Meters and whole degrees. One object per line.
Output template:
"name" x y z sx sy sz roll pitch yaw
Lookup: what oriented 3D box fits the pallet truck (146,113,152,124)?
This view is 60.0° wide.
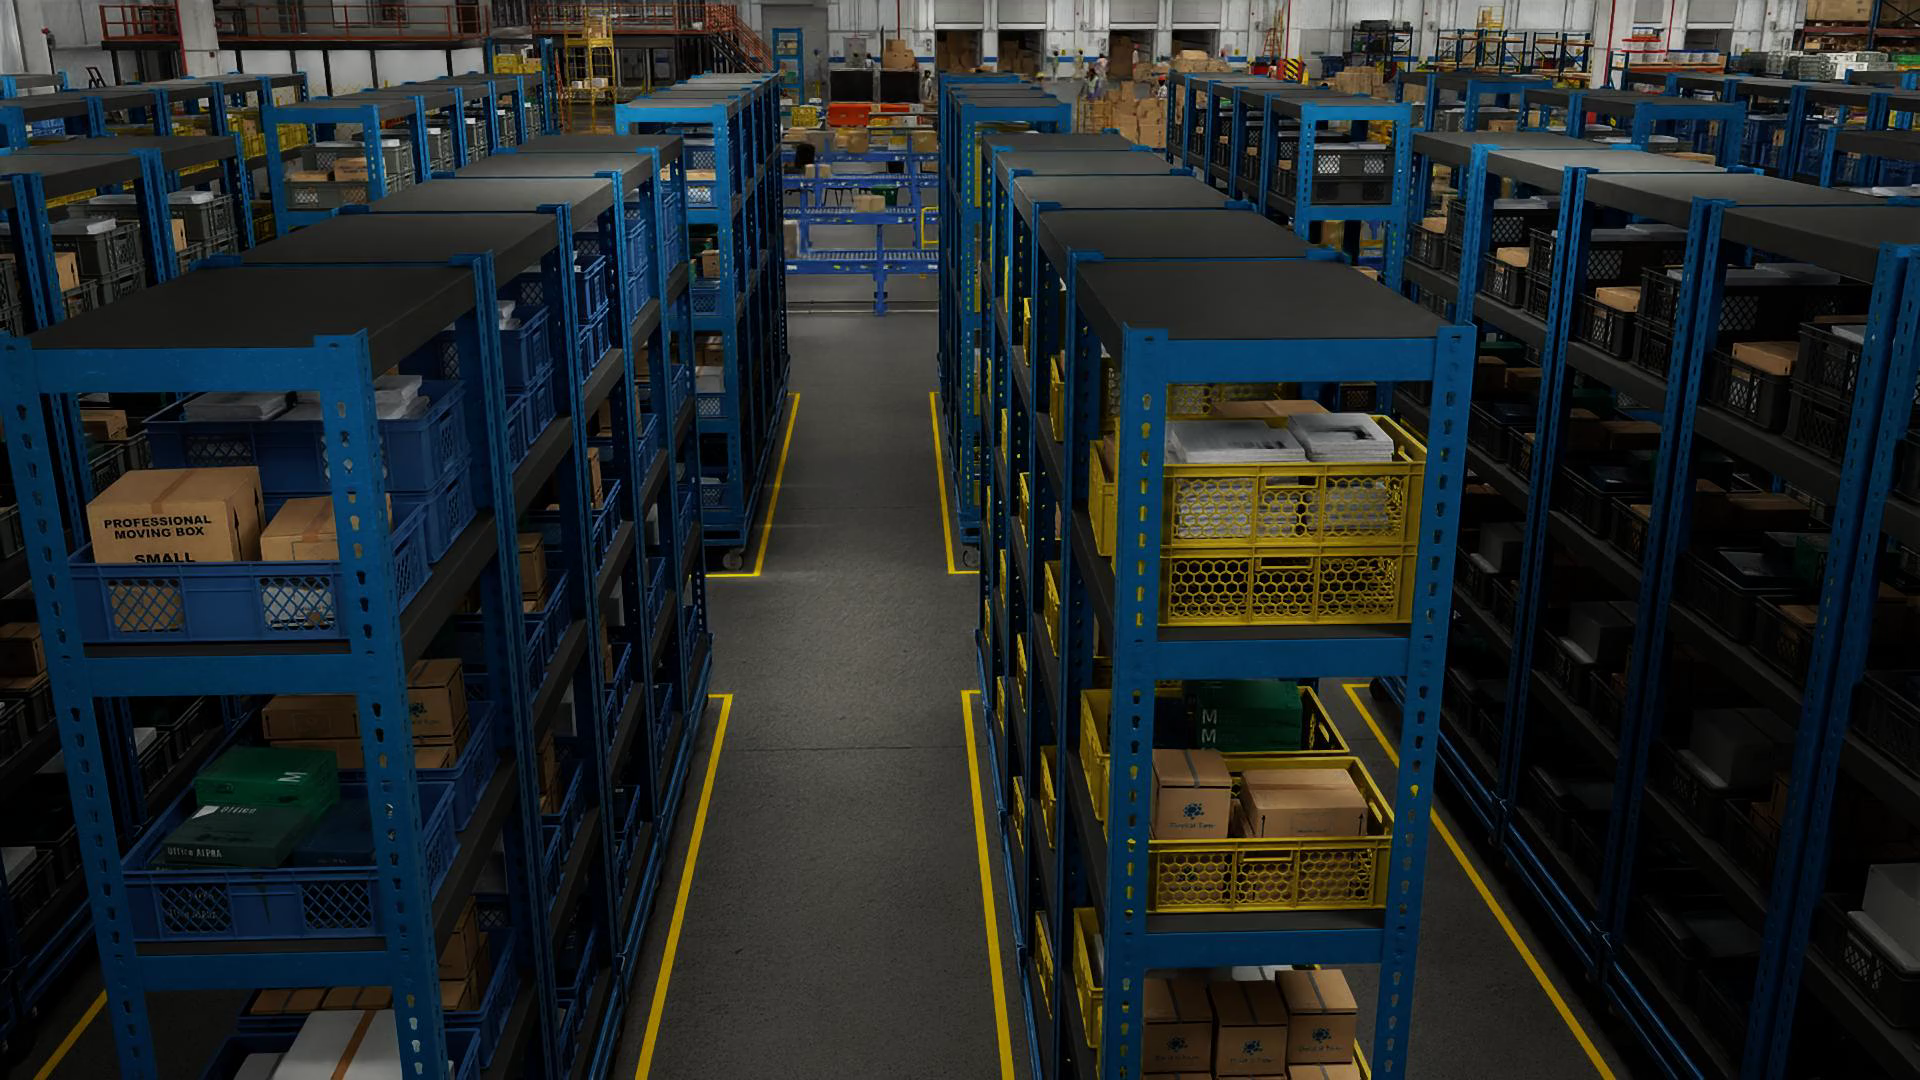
"pallet truck" -18.087 -8.309 36.390 1.885 1.965 0.823 -1 18 -4

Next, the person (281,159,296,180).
"person" -15.133 -8.466 36.874 0.608 2.008 0.969 -17 24 -42

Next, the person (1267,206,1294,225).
"person" 4.049 -3.550 21.746 0.613 1.943 0.405 6 19 18

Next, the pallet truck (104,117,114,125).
"pallet truck" -18.367 -7.885 35.078 1.885 1.965 0.823 1 18 2

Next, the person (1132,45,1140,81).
"person" 10.051 -27.245 94.990 0.379 1.996 0.609 -6 19 -19

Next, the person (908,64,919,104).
"person" -1.963 -19.182 70.305 0.559 1.827 0.467 12 22 34

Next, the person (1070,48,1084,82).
"person" 6.627 -26.625 93.267 0.993 1.883 0.605 6 19 17

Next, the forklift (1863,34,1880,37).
"forklift" 44.123 -23.231 81.154 1.129 2.768 1.873 -1 18 -2

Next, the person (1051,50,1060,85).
"person" 5.245 -25.592 90.143 0.604 1.823 0.662 2 18 7

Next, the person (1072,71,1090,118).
"person" 4.805 -17.148 64.098 1.052 1.789 0.525 6 19 19

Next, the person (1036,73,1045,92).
"person" 3.115 -16.938 63.502 0.422 1.750 0.541 -1 18 -2

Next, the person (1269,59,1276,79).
"person" 15.092 -22.362 80.376 0.320 1.689 0.539 15 23 39

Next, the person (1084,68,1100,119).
"person" 5.074 -17.115 63.786 0.441 1.903 0.608 -13 22 -36

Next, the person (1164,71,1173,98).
"person" 7.653 -16.086 60.598 0.830 1.916 0.548 -2 18 -5

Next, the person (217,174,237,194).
"person" -16.032 -8.248 36.347 0.402 1.906 0.652 12 22 34

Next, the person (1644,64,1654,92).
"person" 30.708 -20.406 74.010 0.575 1.883 0.355 -9 20 -25

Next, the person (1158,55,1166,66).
"person" 9.746 -22.328 79.909 0.636 1.924 0.634 -8 19 -22

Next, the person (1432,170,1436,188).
"person" 7.550 -5.231 27.275 0.807 1.732 0.545 -5 19 -15

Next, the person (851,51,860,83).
"person" -5.867 -26.403 92.832 0.493 1.717 0.749 17 24 42

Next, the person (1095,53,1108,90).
"person" 7.198 -24.079 85.468 0.661 1.818 0.728 -8 19 -23

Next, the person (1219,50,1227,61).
"person" 13.811 -24.913 87.915 0.722 1.914 0.546 -16 24 -41

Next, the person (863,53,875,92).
"person" -4.551 -23.428 83.359 0.572 1.883 0.353 1 18 2

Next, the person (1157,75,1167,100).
"person" 6.908 -14.970 57.099 0.359 1.938 0.547 -2 18 -5

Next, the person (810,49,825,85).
"person" -7.716 -25.666 90.254 0.620 1.908 0.978 15 23 38

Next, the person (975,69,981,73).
"person" 0.699 -16.637 62.246 0.434 1.952 0.602 16 24 40

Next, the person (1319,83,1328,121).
"person" 12.344 -14.663 56.532 0.531 1.697 0.320 12 22 33

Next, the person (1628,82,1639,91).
"person" 23.846 -15.781 59.442 0.695 2.000 0.654 -1 18 -2

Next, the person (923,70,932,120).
"person" -1.235 -16.869 63.075 0.328 1.876 0.509 -3 18 -10

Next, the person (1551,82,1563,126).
"person" 19.559 -14.047 54.429 0.459 1.816 0.607 13 22 35

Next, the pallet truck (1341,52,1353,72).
"pallet truck" 18.794 -23.123 82.231 0.823 1.965 1.885 -13 22 -35
